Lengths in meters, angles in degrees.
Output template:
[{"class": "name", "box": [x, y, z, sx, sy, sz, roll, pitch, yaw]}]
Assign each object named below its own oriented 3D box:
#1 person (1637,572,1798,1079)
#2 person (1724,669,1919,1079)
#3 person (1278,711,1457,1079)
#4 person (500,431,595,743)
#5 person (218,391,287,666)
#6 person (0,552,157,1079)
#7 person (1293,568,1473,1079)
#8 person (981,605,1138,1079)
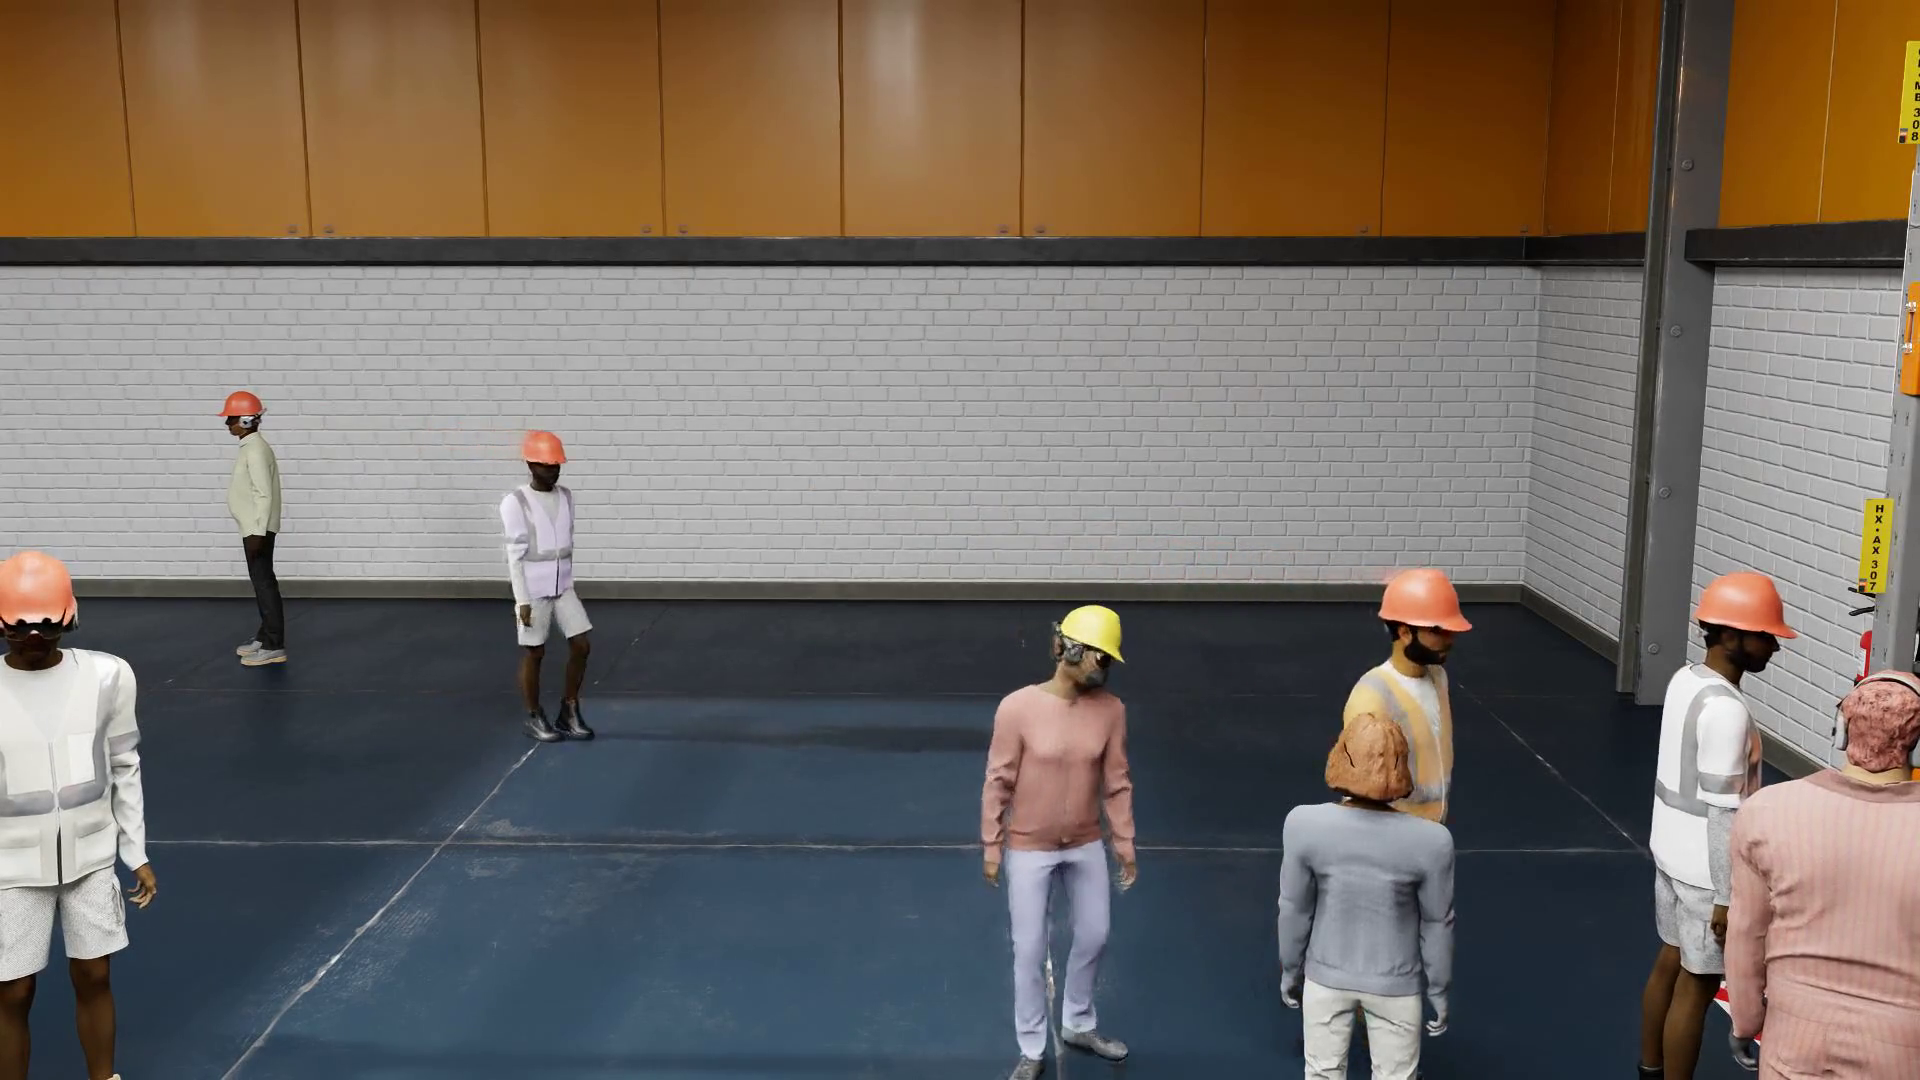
[{"class": "person", "box": [2.476, 1.054, 5.471, 0.373, 1.933, 0.550, 1, 10, 8]}, {"class": "person", "box": [2.304, 1.270, 4.266, 0.641, 1.908, 0.407, 7, 12, 36]}, {"class": "person", "box": [1.183, 1.303, 4.872, 0.507, 1.635, 0.272, 4, 10, 22]}, {"class": "person", "box": [-2.467, 0.304, 10.025, 0.589, 1.917, 0.553, 8, 13, 41]}, {"class": "person", "box": [-5.154, -0.089, 12.144, 0.386, 1.992, 0.624, -5, 11, -26]}, {"class": "person", "box": [-2.887, 1.036, 5.295, 0.605, 2.033, 0.392, -9, 13, -42]}, {"class": "person", "box": [1.462, 1.025, 5.701, 0.668, 1.921, 0.552, 9, 13, 42]}, {"class": "person", "box": [0.352, 1.089, 5.908, 0.616, 1.732, 0.350, -4, 10, -21]}]
